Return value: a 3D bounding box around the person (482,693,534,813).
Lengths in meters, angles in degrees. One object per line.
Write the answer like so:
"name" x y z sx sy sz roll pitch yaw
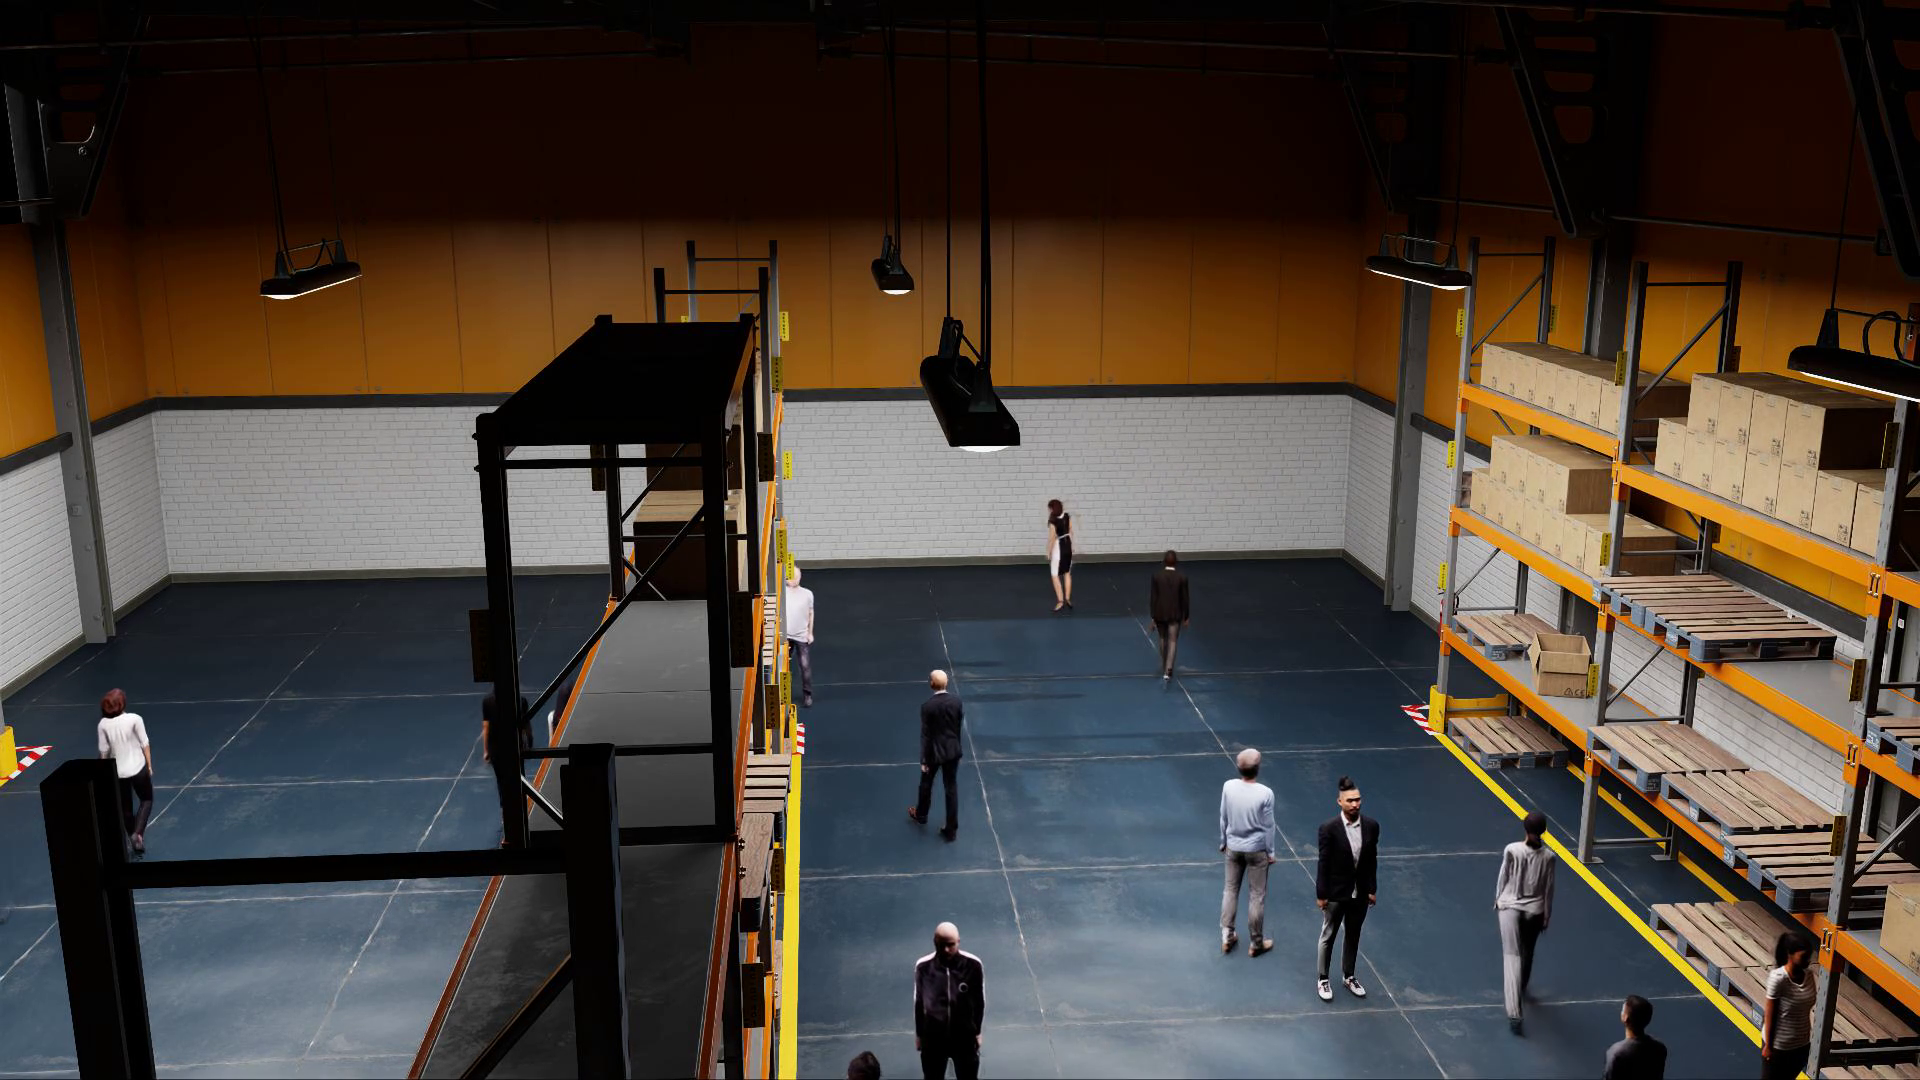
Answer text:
"person" -4.739 2.226 17.357 0.630 1.734 0.891 -1 14 -4

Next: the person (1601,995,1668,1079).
"person" 4.352 3.812 10.770 0.703 1.751 0.735 -5 14 -20

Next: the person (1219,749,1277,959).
"person" 2.547 2.765 14.797 0.753 1.890 0.771 8 16 30

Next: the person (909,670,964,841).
"person" -0.147 2.243 17.198 0.886 1.774 1.091 -6 15 -22

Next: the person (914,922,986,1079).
"person" -0.069 3.523 11.806 0.676 1.825 0.613 0 14 1

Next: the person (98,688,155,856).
"person" -8.339 2.371 16.649 0.687 1.784 0.827 -3 14 -14

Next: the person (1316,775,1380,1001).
"person" 3.256 2.913 14.059 0.727 1.950 0.622 -3 14 -11

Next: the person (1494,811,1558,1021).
"person" 4.627 3.112 13.690 0.841 1.736 1.163 3 14 13

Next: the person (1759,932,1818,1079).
"person" 5.928 3.580 11.954 0.633 1.644 0.620 -6 15 -23

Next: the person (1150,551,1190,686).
"person" 2.772 1.063 22.099 0.884 1.763 1.241 3 14 12

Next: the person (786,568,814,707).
"person" -2.122 1.217 21.323 0.705 1.828 0.684 2 14 10

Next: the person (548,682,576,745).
"person" -3.945 2.335 16.860 0.614 1.754 0.970 -2 14 -6

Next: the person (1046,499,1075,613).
"person" 1.611 0.221 25.570 0.742 1.765 0.757 -7 15 -27
